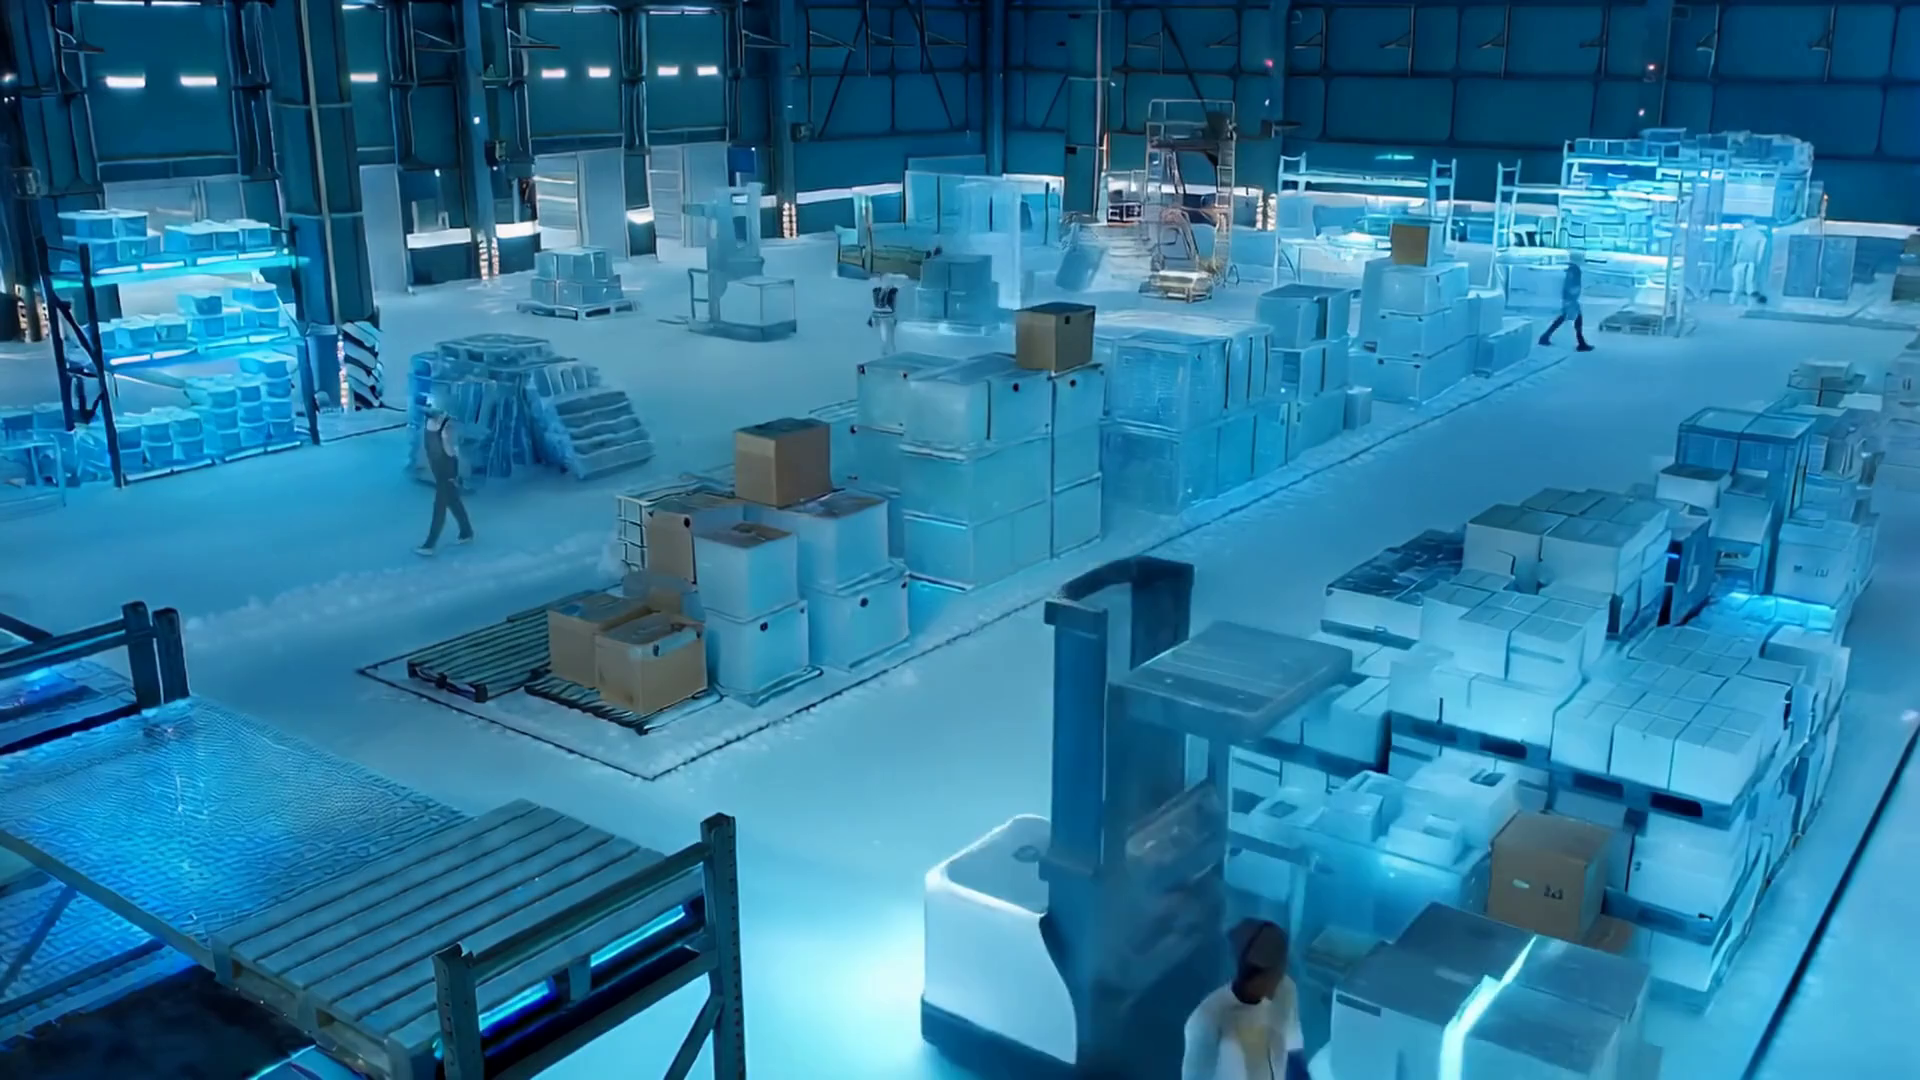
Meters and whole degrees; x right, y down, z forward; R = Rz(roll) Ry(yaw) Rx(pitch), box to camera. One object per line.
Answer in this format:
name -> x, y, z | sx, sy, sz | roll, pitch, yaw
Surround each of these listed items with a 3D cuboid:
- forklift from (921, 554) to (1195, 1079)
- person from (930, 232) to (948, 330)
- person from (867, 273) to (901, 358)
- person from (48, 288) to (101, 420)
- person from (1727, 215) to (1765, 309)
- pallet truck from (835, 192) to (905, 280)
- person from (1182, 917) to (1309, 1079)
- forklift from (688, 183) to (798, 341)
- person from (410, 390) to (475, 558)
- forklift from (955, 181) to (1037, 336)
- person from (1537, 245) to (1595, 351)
forklift -> 0.805, 1.523, 8.731 | 1.873, 2.768, 1.129 | 12, 21, 35
person -> -0.370, -5.013, 32.087 | 0.571, 1.870, 0.618 | -9, 19, -27
person -> -1.300, -3.702, 28.182 | 0.518, 1.616, 0.626 | 6, 18, 18
person -> -12.992, -2.705, 24.329 | 0.551, 1.942, 0.345 | 6, 18, 19
person -> 16.238, -5.743, 34.394 | 0.630, 1.940, 0.372 | 0, 17, -1
pallet truck -> -1.936, -7.159, 38.982 | 1.885, 1.965, 0.823 | -12, 21, -34
person -> 1.296, 2.506, 7.077 | 0.636, 1.925, 0.896 | -15, 22, -40
forklift -> -4.092, -5.262, 31.198 | 1.873, 2.768, 1.129 | 12, 21, 35
person -> -5.673, -0.725, 18.012 | 0.535, 1.799, 0.955 | 13, 21, 38
forklift -> 0.736, -5.447, 31.811 | 1.129, 2.768, 1.873 | 6, 18, 19
person -> 10.935, -4.349, 29.860 | 0.979, 1.896, 0.557 | 5, 18, 17
